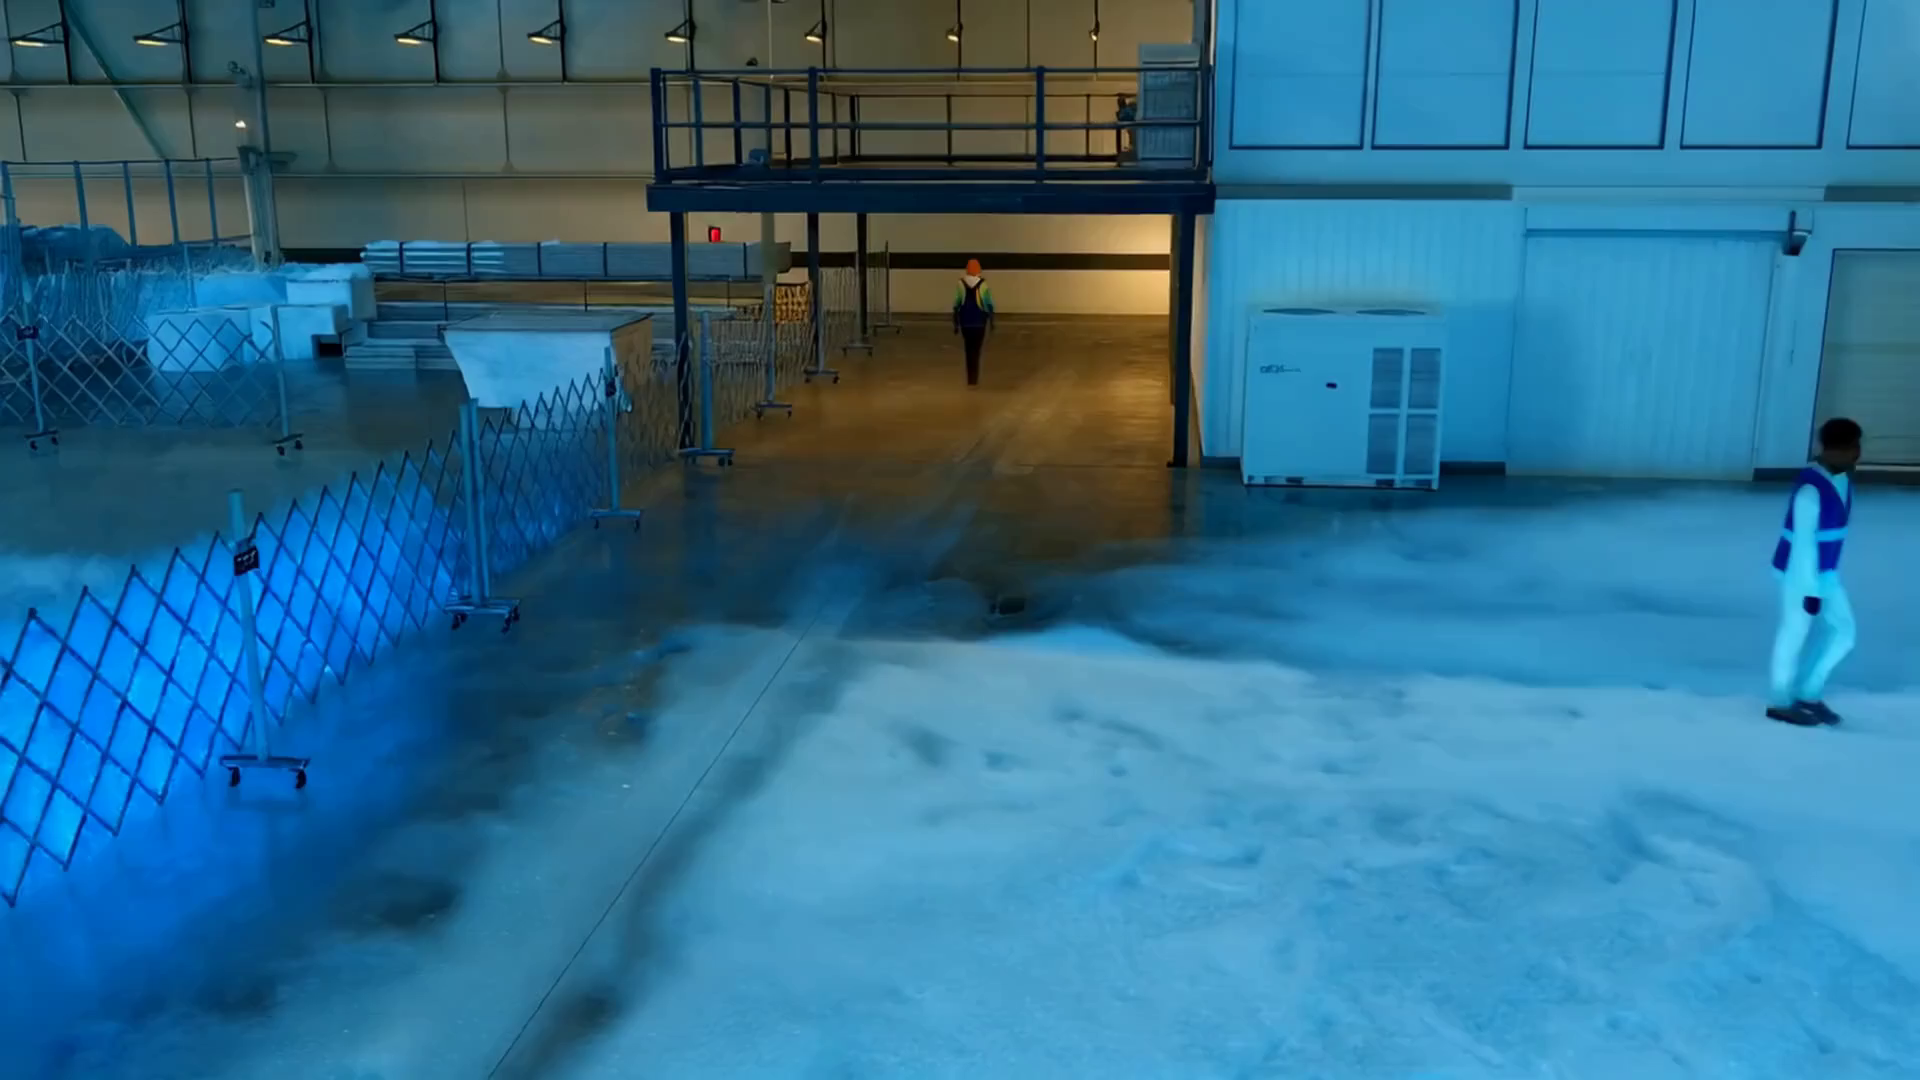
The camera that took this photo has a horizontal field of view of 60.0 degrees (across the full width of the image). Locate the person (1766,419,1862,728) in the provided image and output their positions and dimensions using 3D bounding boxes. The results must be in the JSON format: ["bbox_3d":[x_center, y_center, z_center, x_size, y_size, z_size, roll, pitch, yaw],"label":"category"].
[{"bbox_3d":[5.168,0.216,9.936,0.631,1.899,0.553,-13,19,-43],"label":"person"}]

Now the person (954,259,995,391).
[{"bbox_3d":[0.229,-3.040,23.439,0.545,1.806,0.891,3,14,14],"label":"person"}]
